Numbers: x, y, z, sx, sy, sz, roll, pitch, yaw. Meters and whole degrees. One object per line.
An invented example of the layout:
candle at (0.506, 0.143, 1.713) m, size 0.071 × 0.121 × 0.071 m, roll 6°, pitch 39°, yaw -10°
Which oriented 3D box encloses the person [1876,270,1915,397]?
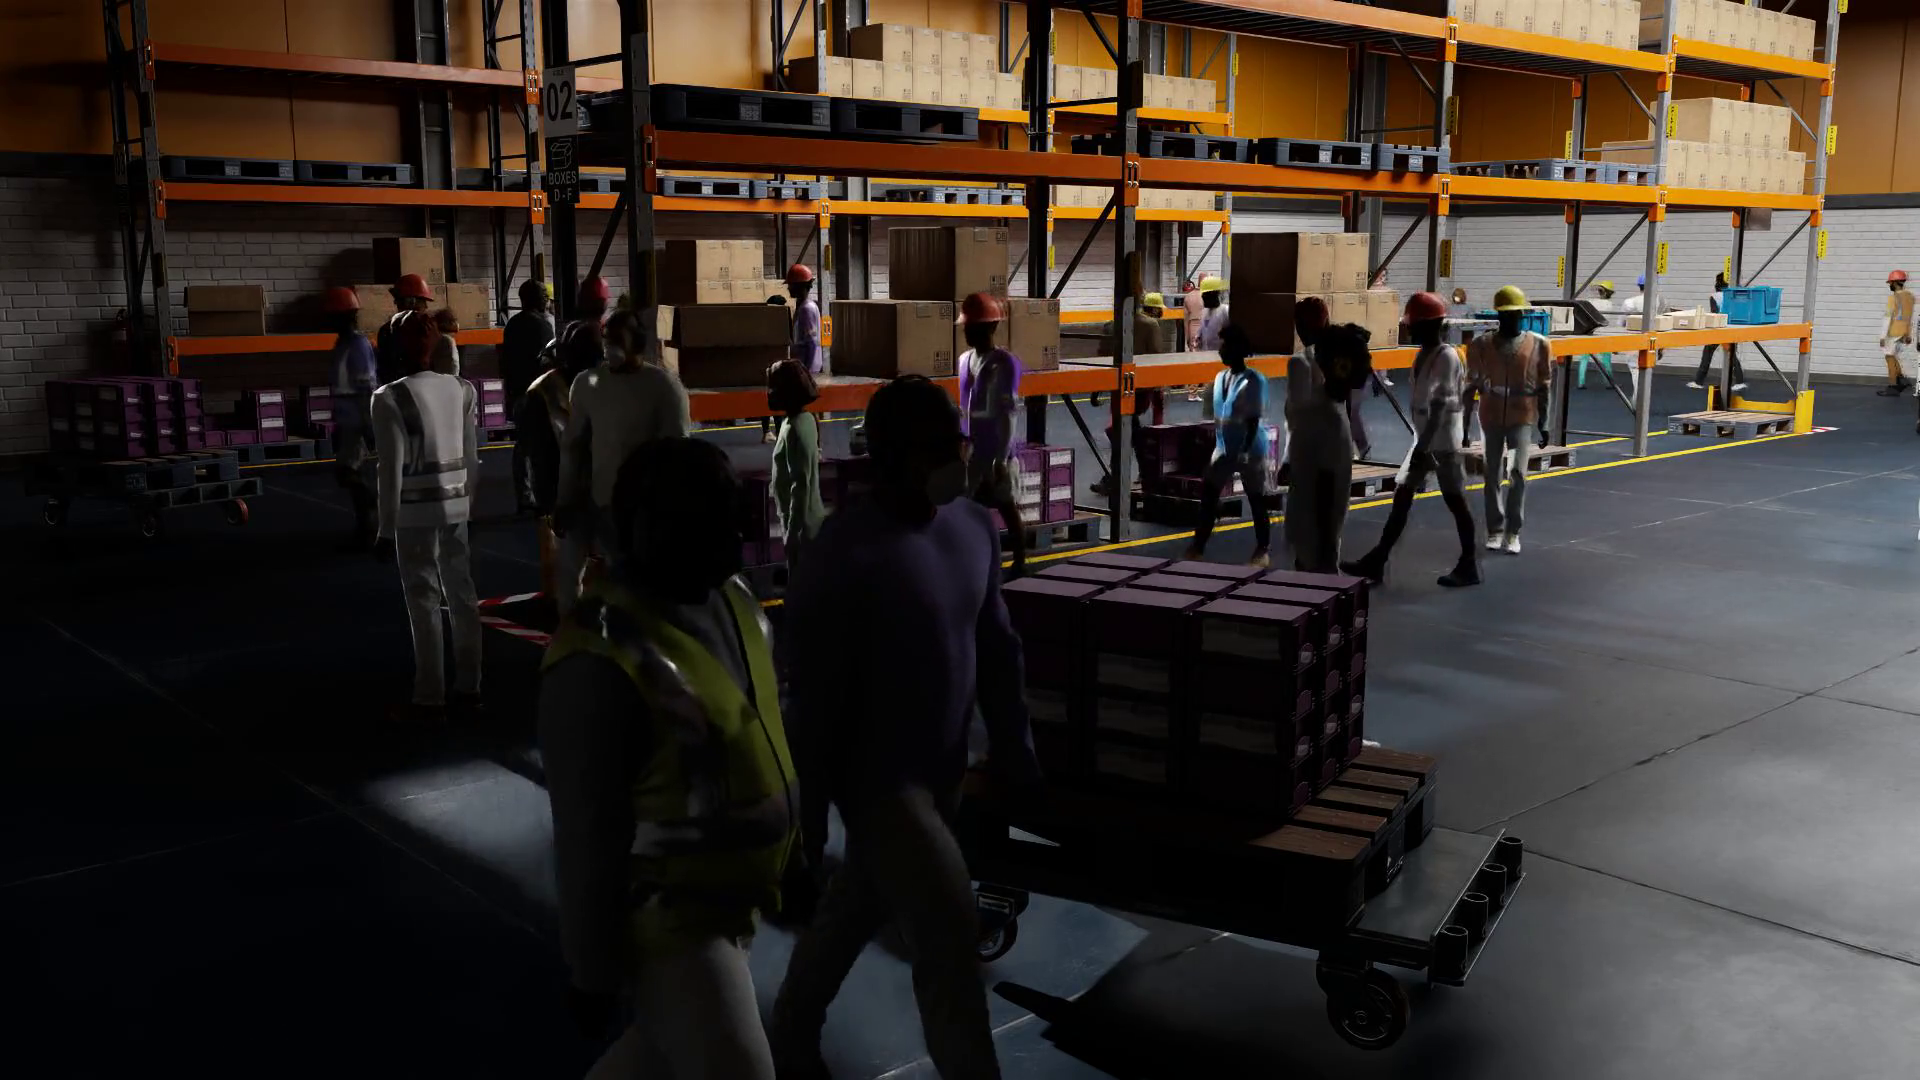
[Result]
person at (14.145, -3.124, 25.191) m, size 0.647 × 1.914 × 0.438 m, roll -5°, pitch 11°, yaw -28°

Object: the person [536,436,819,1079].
person at (-0.588, 0.689, 3.215) m, size 0.894 × 1.813 × 0.646 m, roll 3°, pitch 10°, yaw 15°

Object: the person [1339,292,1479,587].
person at (2.929, -0.624, 10.623) m, size 0.981 × 1.878 × 0.577 m, roll -2°, pitch 10°, yaw -10°

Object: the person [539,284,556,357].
person at (-4.514, -1.882, 18.197) m, size 0.403 × 1.822 × 0.586 m, roll -8°, pitch 13°, yaw -40°

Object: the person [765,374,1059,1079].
person at (-0.129, 0.555, 3.814) m, size 1.070 × 1.881 × 0.629 m, roll 6°, pitch 11°, yaw 30°

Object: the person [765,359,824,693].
person at (-0.800, -0.069, 8.133) m, size 0.271 × 1.631 × 0.507 m, roll 0°, pitch 10°, yaw -2°

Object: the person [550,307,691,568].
person at (-1.619, -0.183, 8.091) m, size 0.641 × 1.891 × 1.050 m, roll 5°, pitch 11°, yaw 26°

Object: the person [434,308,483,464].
person at (-5.231, -1.534, 16.781) m, size 0.684 × 1.609 × 0.503 m, roll -5°, pitch 11°, yaw -26°

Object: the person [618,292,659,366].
person at (-3.137, -1.524, 16.239) m, size 0.405 × 1.783 × 0.683 m, roll 3°, pitch 10°, yaw 16°

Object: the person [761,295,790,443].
person at (-2.084, -1.917, 18.780) m, size 0.321 × 1.692 × 0.529 m, roll -8°, pitch 13°, yaw -40°

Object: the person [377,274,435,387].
person at (-4.087, -0.982, 12.448) m, size 0.608 × 1.987 × 0.391 m, roll 8°, pitch 13°, yaw 39°

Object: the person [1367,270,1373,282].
person at (7.331, -3.934, 30.071) m, size 0.327 × 1.874 × 0.517 m, roll -8°, pitch 13°, yaw -40°

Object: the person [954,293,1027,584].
person at (0.085, -0.542, 10.142) m, size 0.957 × 1.888 × 0.569 m, roll -8°, pitch 13°, yaw -41°

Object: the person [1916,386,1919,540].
person at (7.389, -0.905, 12.357) m, size 0.327 × 1.865 × 0.517 m, roll -8°, pitch 13°, yaw -40°

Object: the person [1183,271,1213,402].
person at (3.549, -2.939, 24.163) m, size 0.405 × 1.902 × 0.636 m, roll -8°, pitch 13°, yaw -40°

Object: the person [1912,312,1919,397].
person at (14.579, -2.928, 24.900) m, size 0.693 × 1.606 × 0.542 m, roll -9°, pitch 13°, yaw -43°

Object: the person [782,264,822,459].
person at (-1.584, -1.744, 16.745) m, size 0.391 × 2.040 × 0.614 m, roll -1°, pitch 10°, yaw -8°

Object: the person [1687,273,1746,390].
person at (12.157, -3.324, 26.519) m, size 0.611 × 1.867 × 1.019 m, roll -4°, pitch 11°, yaw -24°

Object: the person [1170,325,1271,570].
person at (1.767, -0.579, 11.047) m, size 0.813 × 1.661 × 0.540 m, roll -6°, pitch 11°, yaw -32°

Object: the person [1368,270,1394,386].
person at (6.893, -3.490, 27.386) m, size 0.405 × 1.902 × 0.636 m, roll -8°, pitch 13°, yaw -40°

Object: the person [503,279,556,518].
person at (-3.478, -1.153, 13.587) m, size 0.377 × 1.940 × 0.628 m, roll -9°, pitch 14°, yaw -44°

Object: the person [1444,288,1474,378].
person at (8.507, -3.498, 28.324) m, size 0.532 × 1.601 × 0.723 m, roll 7°, pitch 12°, yaw 35°

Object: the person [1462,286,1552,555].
person at (3.879, -0.847, 11.865) m, size 0.620 × 1.905 × 0.661 m, roll 4°, pitch 10°, yaw 21°

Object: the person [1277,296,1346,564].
person at (2.142, -0.534, 10.121) m, size 0.355 × 1.886 × 0.572 m, roll 9°, pitch 13°, yaw 44°

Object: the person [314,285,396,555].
person at (-4.309, -0.840, 11.820) m, size 0.465 × 1.920 × 0.546 m, roll -6°, pitch 11°, yaw -31°

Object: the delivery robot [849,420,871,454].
delivery robot at (-0.870, -1.081, 16.938) m, size 0.477 × 0.478 × 0.707 m, roll 3°, pitch 10°, yaw 15°

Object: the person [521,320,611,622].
person at (-1.829, -0.197, 8.380) m, size 0.640 × 1.805 × 0.841 m, roll -7°, pitch 12°, yaw -36°

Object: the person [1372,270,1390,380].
person at (7.028, -3.639, 28.248) m, size 0.653 × 1.910 × 0.660 m, roll 3°, pitch 10°, yaw 18°

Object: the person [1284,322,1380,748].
person at (1.447, 0.012, 7.016) m, size 0.652 × 1.853 × 0.542 m, roll 2°, pitch 10°, yaw 9°

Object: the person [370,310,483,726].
person at (-2.420, -0.095, 7.555) m, size 0.359 × 1.883 × 0.573 m, roll 6°, pitch 11°, yaw 30°

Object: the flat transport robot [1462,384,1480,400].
flat transport robot at (7.795, -2.234, 24.794) m, size 0.652 × 0.197 × 1.431 m, roll 7°, pitch 12°, yaw 35°

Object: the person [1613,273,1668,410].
person at (9.231, -2.660, 22.563) m, size 0.615 × 1.897 × 0.997 m, roll 1°, pitch 10°, yaw 4°

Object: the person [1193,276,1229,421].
person at (2.796, -2.027, 18.833) m, size 0.886 × 1.884 × 0.614 m, roll -4°, pitch 10°, yaw -21°

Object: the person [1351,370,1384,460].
person at (4.002, -1.679, 16.901) m, size 0.993 × 1.868 × 0.634 m, roll -9°, pitch 13°, yaw -43°

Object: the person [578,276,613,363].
person at (-2.902, -1.156, 13.539) m, size 0.900 × 1.955 × 0.651 m, roll 7°, pitch 12°, yaw 36°

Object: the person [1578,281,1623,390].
person at (10.222, -3.253, 26.495) m, size 0.858 × 1.710 × 0.550 m, roll -4°, pitch 11°, yaw -23°

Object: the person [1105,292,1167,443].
person at (2.007, -1.839, 18.227) m, size 0.719 × 1.742 × 0.531 m, roll 3°, pitch 10°, yaw 19°

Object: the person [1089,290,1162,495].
person at (1.499, -1.396, 15.024) m, size 0.646 × 1.939 × 1.045 m, roll 9°, pitch 13°, yaw 43°
